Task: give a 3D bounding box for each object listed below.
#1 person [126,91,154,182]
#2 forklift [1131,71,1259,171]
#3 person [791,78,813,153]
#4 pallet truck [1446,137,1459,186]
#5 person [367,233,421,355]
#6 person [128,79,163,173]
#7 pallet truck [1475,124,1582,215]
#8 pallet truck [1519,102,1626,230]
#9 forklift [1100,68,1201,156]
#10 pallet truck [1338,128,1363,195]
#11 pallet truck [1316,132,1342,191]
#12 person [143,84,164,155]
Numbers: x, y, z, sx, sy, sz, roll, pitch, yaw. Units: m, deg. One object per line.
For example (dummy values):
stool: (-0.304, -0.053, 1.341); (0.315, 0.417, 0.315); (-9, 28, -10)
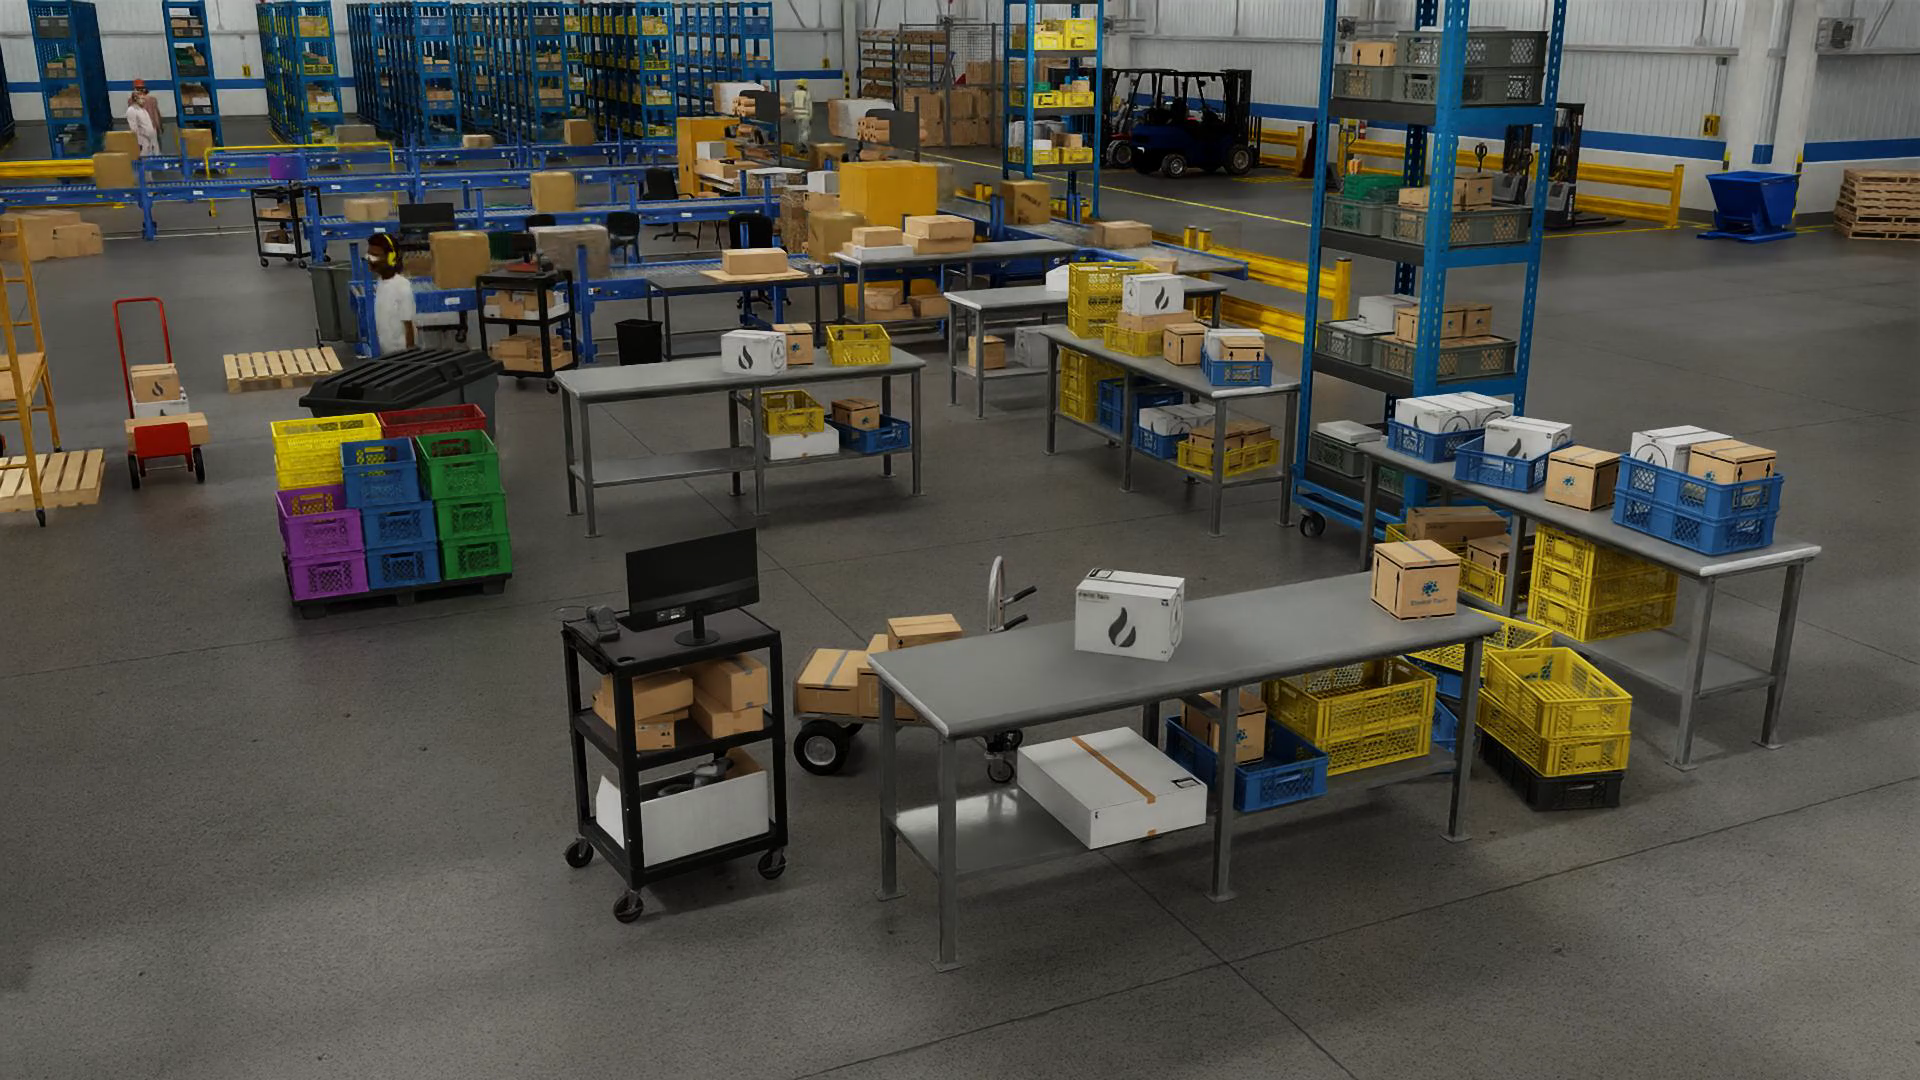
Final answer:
person: (-15.813, -7.716, 32.222); (0.411, 1.908, 0.643); (-2, 18, -5)
forklift: (4.998, -8.936, 35.413); (2.680, 1.987, 1.157); (-9, 20, -25)
person: (-3.869, -10.418, 40.883); (0.595, 1.818, 0.418); (8, 19, 24)
pallet truck: (9.184, -6.485, 29.328); (1.630, 1.274, 0.653); (-8, 19, -23)
person: (-4.107, -1.287, 12.049); (0.595, 1.856, 0.552); (-15, 23, -40)
person: (-17.520, -8.887, 35.768); (0.375, 1.995, 0.611); (16, 24, 41)
pallet truck: (9.707, -6.455, 28.103); (1.885, 1.965, 0.823); (-7, 19, -20)
pallet truck: (9.972, -6.037, 26.785); (1.885, 1.965, 0.823); (-9, 20, -25)
forklift: (4.082, -9.564, 37.410); (2.680, 1.987, 1.157); (-8, 19, -23)
pallet truck: (7.845, -7.140, 31.411); (1.522, 1.261, 0.704); (-9, 20, -25)
pallet truck: (7.723, -7.504, 32.656); (1.601, 1.201, 0.680); (-8, 19, -23)
person: (-18.184, -9.295, 37.313); (0.596, 1.826, 0.642); (-5, 18, -16)
